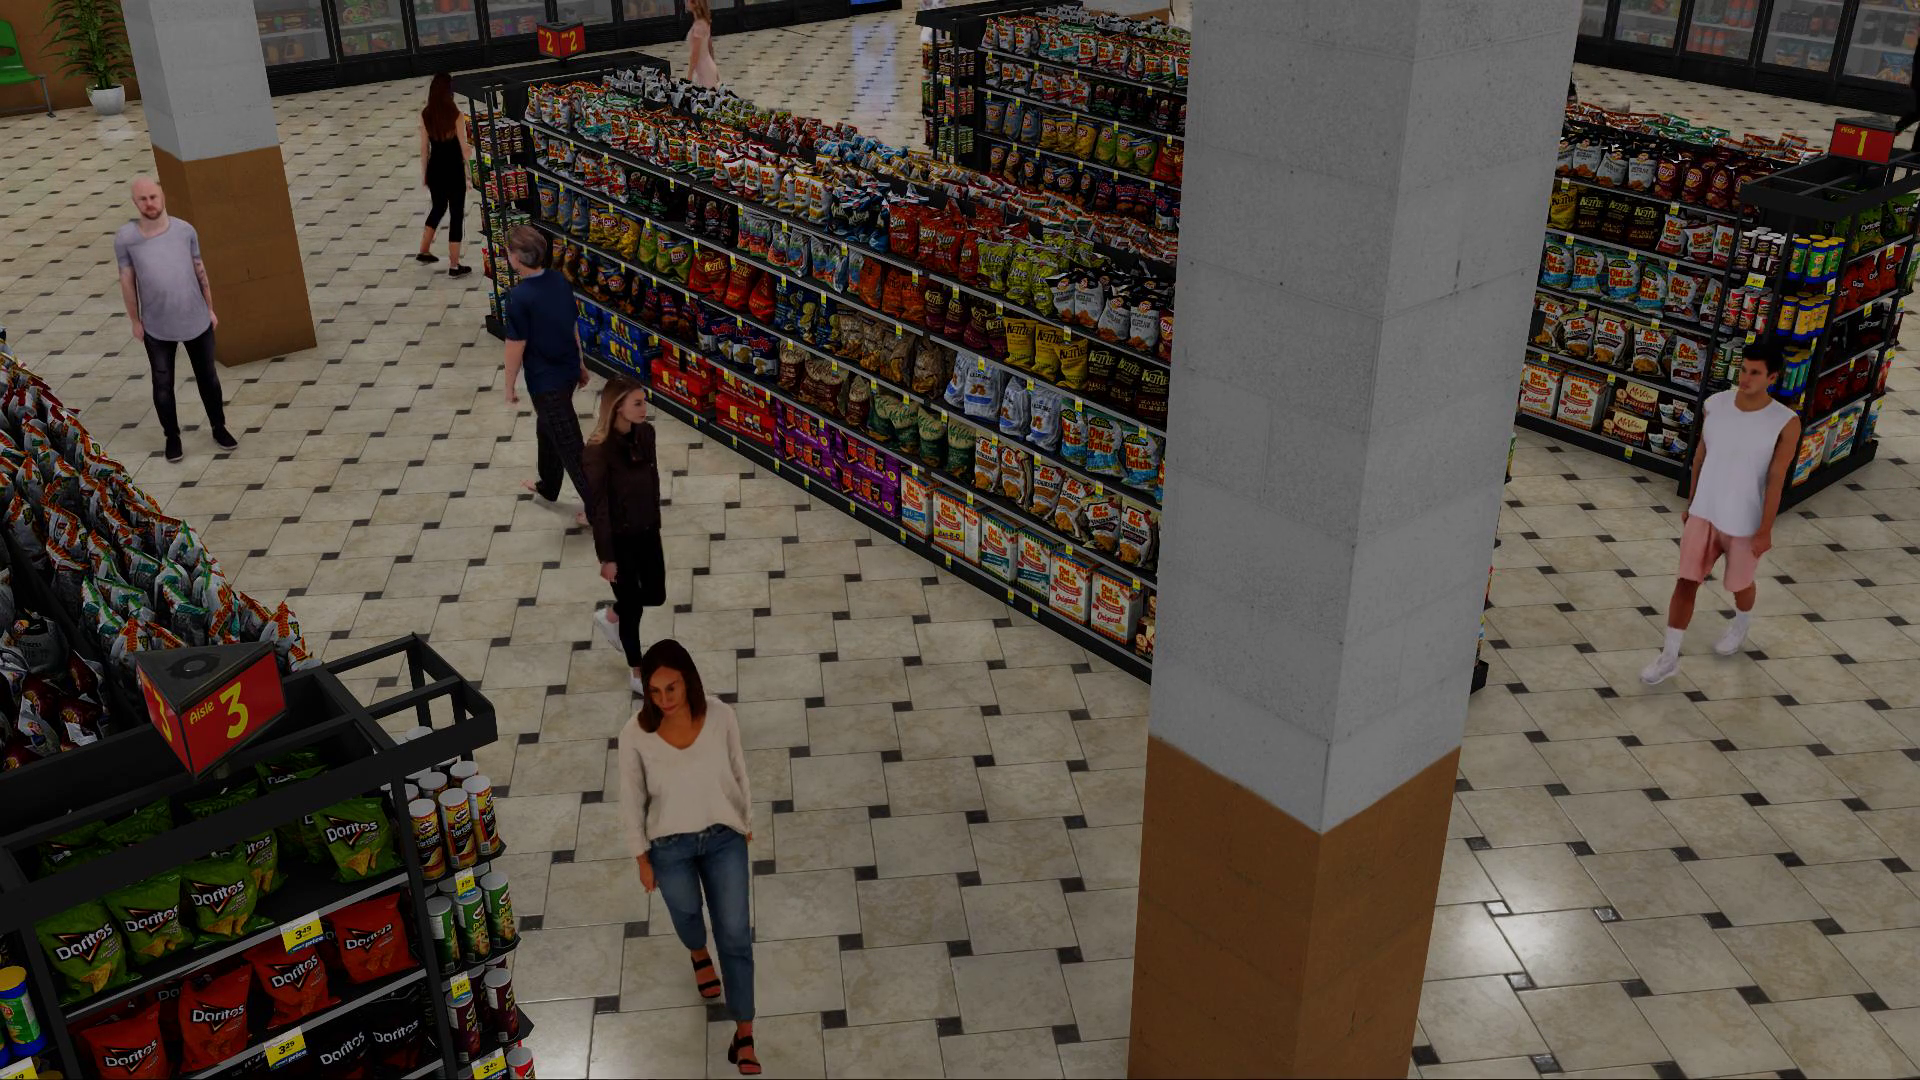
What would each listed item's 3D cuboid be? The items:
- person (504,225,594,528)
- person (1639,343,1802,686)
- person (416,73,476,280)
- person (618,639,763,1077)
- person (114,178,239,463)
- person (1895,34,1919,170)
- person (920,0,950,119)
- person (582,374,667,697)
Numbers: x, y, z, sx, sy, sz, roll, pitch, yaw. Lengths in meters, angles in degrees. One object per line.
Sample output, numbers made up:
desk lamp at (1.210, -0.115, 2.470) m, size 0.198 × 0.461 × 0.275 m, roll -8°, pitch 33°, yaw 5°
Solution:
person at (-2.293, -0.896, 9.676) m, size 1.107 × 1.837 × 0.908 m, roll 15°, pitch 30°, yaw 27°
person at (3.886, -0.136, 8.275) m, size 0.706 × 1.749 × 1.033 m, roll -21°, pitch 34°, yaw -35°
person at (-4.394, -3.075, 14.119) m, size 0.750 × 1.705 × 0.883 m, roll 4°, pitch 27°, yaw 8°
person at (-0.991, 1.050, 6.053) m, size 0.896 × 1.644 × 1.124 m, roll -9°, pitch 28°, yaw -17°
person at (-5.067, -1.434, 10.738) m, size 0.685 × 1.837 × 0.597 m, roll -18°, pitch 32°, yaw -31°
person at (10.024, -4.783, 17.297) m, size 1.026 × 1.878 × 0.991 m, roll -1°, pitch 27°, yaw -3°
person at (-0.314, -5.821, 19.486) m, size 0.615 × 1.749 × 0.434 m, roll -21°, pitch 34°, yaw -35°
person at (-1.677, -0.028, 8.129) m, size 0.872 × 1.689 × 0.713 m, roll 19°, pitch 33°, yaw 33°
